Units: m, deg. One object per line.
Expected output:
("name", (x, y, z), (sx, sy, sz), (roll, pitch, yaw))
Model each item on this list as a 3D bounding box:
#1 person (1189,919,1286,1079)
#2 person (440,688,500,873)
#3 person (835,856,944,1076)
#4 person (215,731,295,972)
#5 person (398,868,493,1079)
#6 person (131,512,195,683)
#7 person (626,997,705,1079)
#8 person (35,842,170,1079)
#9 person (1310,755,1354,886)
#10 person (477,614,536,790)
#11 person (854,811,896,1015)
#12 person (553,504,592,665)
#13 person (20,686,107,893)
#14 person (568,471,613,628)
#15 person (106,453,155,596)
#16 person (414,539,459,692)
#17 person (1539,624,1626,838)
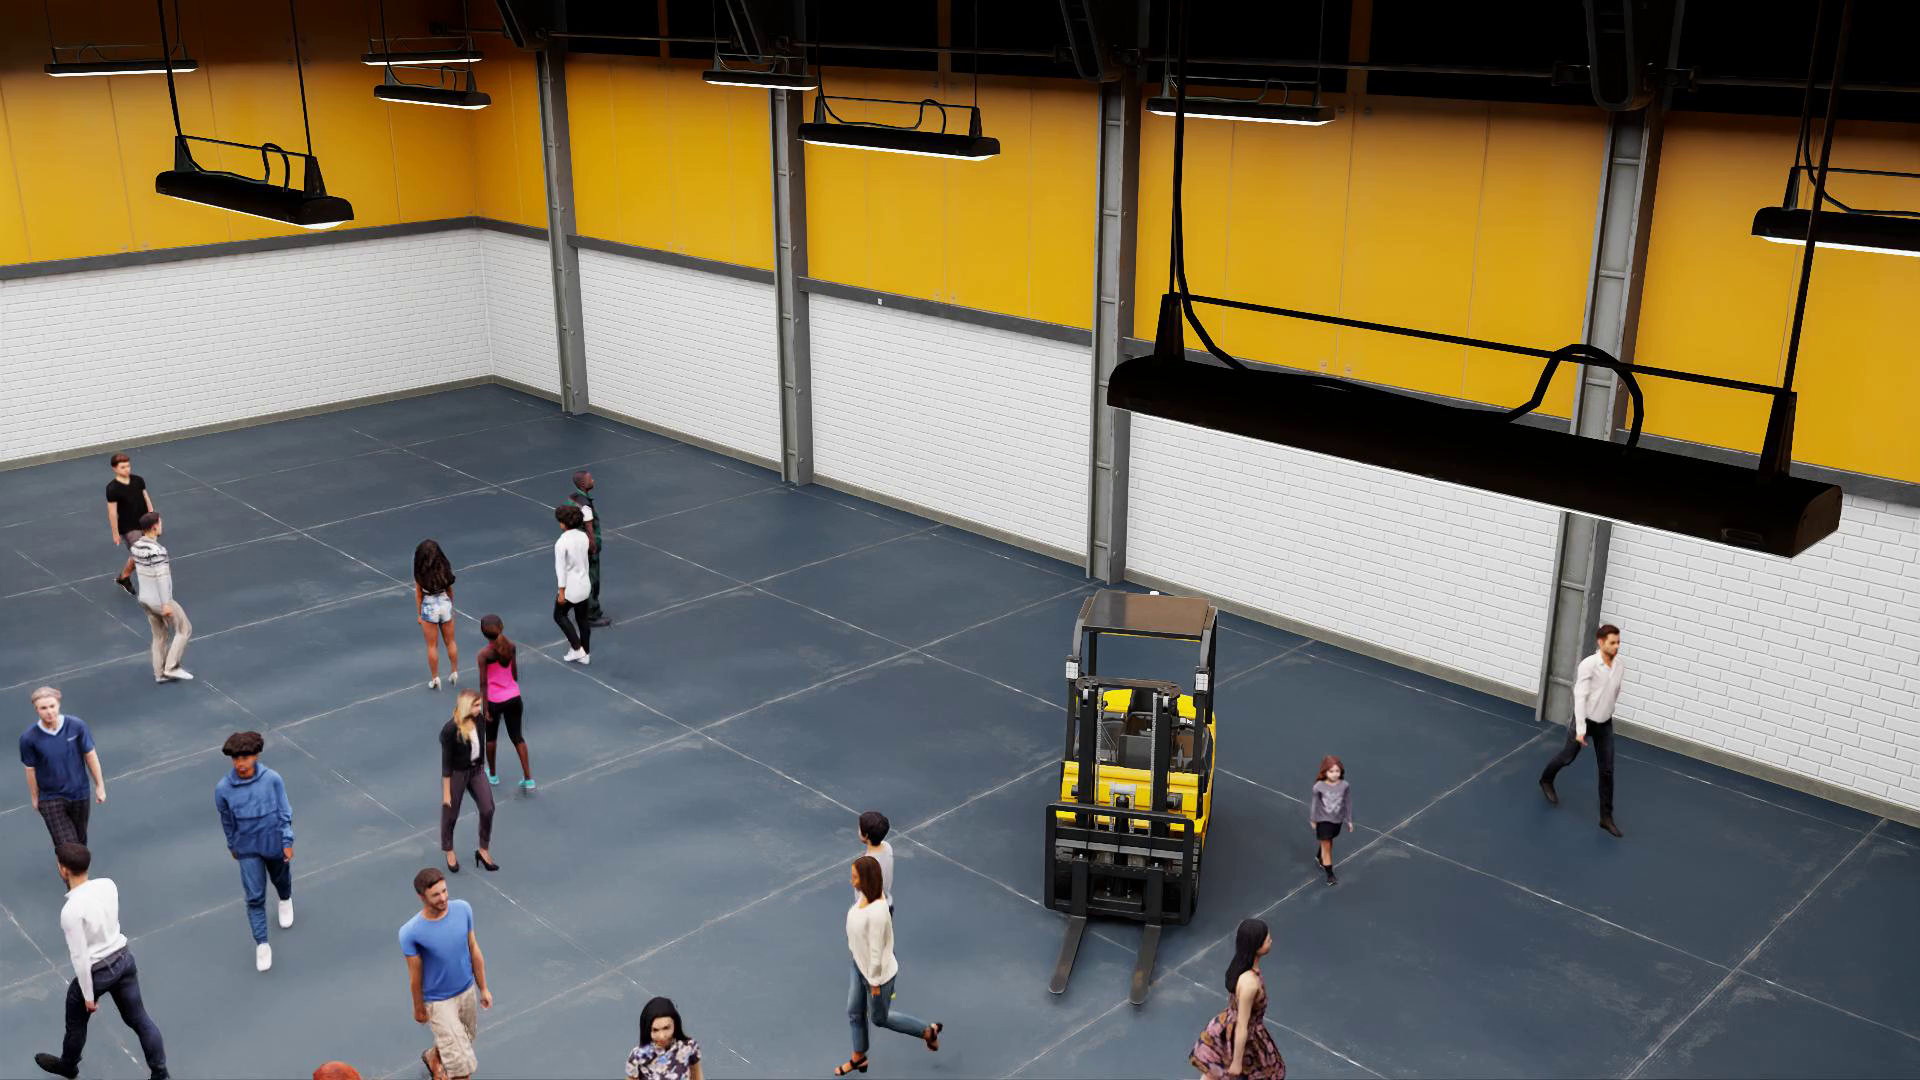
("person", (1.628, 3.131, 10.225), (1.189, 1.725, 1.150), (0, 19, -1))
("person", (-4.162, 1.982, 13.775), (0.753, 1.637, 0.770), (16, 25, 40))
("person", (-0.492, 2.864, 11.129), (0.979, 1.653, 1.019), (-5, 19, -13))
("person", (-5.316, 2.266, 12.692), (0.976, 1.790, 1.236), (-7, 20, -20))
("person", (-3.338, 2.902, 10.725), (1.228, 1.839, 0.700), (15, 24, 37))
("person", (-8.496, 0.642, 17.429), (0.595, 1.843, 0.806), (16, 24, 39))
("person", (-1.646, 3.374, 9.492), (0.679, 1.732, 0.629), (-10, 21, -28))
("person", (-5.517, 2.859, 10.887), (1.325, 1.818, 0.999), (6, 19, 16))
("person", (3.054, 2.272, 13.790), (0.733, 1.078, 0.845), (-3, 19, -9))
("person", (-4.106, 1.498, 15.113), (0.613, 1.700, 0.931), (-16, 24, -39))
("person", (-0.602, 2.653, 11.913), (0.602, 1.553, 0.614), (7, 20, 19))
("person", (-4.101, 0.499, 17.919), (0.680, 1.801, 0.717), (11, 22, 30))
("person", (-7.194, 2.031, 13.349), (0.766, 1.816, 1.207), (-14, 23, -36))
("person", (-4.291, 0.086, 19.086), (0.799, 1.839, 0.617), (-11, 22, -30))
("person", (-9.883, -0.154, 19.803), (1.269, 1.837, 0.970), (7, 20, 21))
("person", (-5.465, 0.781, 17.370), (0.549, 1.618, 0.566), (-17, 25, -40))
("person", (5.471, 1.598, 14.610), (1.080, 1.832, 1.326), (-5, 19, -15))
